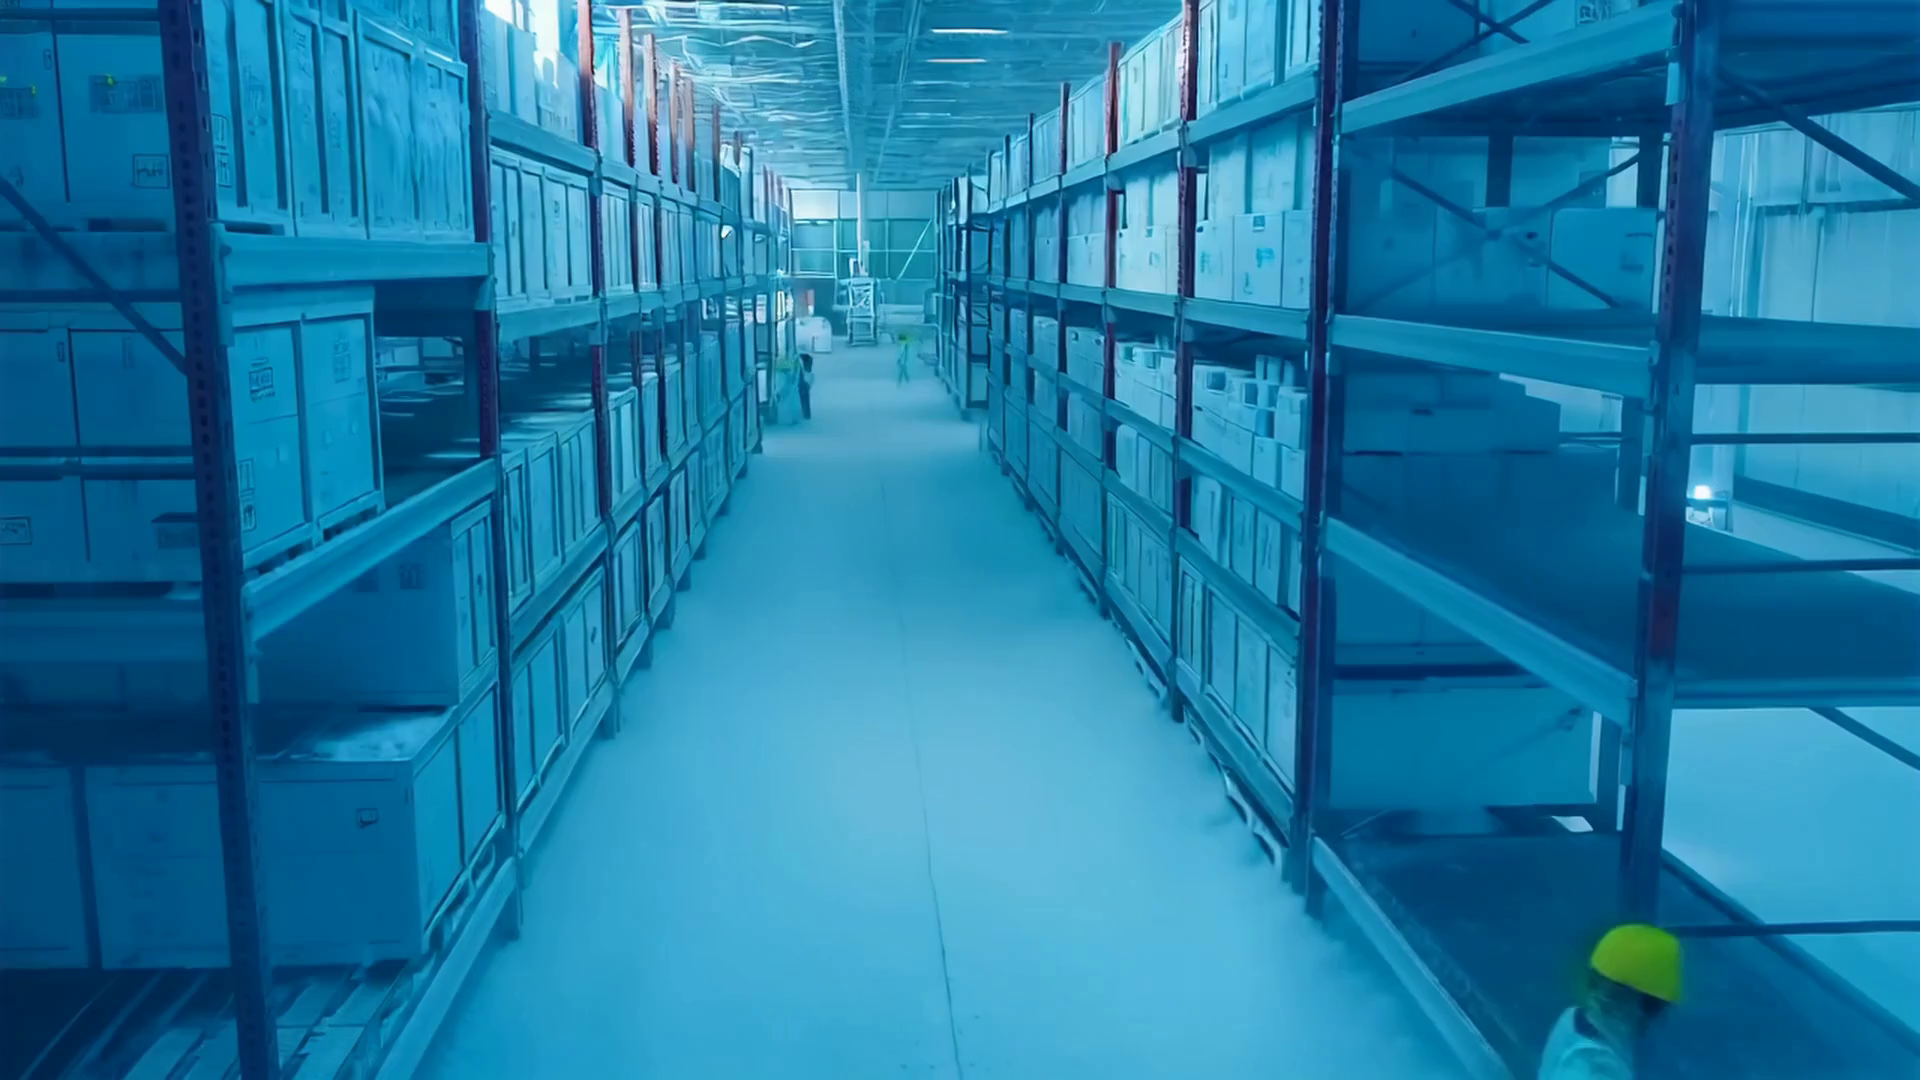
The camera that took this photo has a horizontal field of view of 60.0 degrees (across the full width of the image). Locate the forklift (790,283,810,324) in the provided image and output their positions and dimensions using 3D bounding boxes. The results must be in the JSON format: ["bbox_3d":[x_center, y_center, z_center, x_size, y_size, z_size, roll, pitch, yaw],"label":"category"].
[{"bbox_3d":[-7.679,-10.901,79.582,1.129,2.768,1.873,-6,11,-30],"label":"forklift"}]

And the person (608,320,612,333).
[{"bbox_3d":[-12.223,-6.792,58.079,0.665,1.871,0.830,-8,13,-41],"label":"person"}]

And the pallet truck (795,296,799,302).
[{"bbox_3d":[-8.622,-12.439,91.403,1.885,1.965,0.823,2,10,13],"label":"pallet truck"}]

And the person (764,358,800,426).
[{"bbox_3d":[-4.132,-3.436,38.811,0.843,1.589,0.520,-3,10,-19],"label":"person"}]

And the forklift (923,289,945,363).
[{"bbox_3d":[-0.817,-8.141,63.094,1.129,2.768,1.873,-1,10,-3],"label":"forklift"}]

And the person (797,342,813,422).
[{"bbox_3d":[-3.743,-3.787,39.952,0.390,1.920,0.587,2,10,13],"label":"person"}]

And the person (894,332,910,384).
[{"bbox_3d":[-1.845,-5.735,52.445,0.545,1.620,0.457,-9,13,-42],"label":"person"}]

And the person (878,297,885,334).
[{"bbox_3d":[-4.223,-12.041,89.209,0.351,1.934,0.635,-1,10,-4],"label":"person"}]

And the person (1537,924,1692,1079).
[{"bbox_3d":[1.877,2.068,5.045,0.549,1.892,0.685,3,10,17],"label":"person"}]
